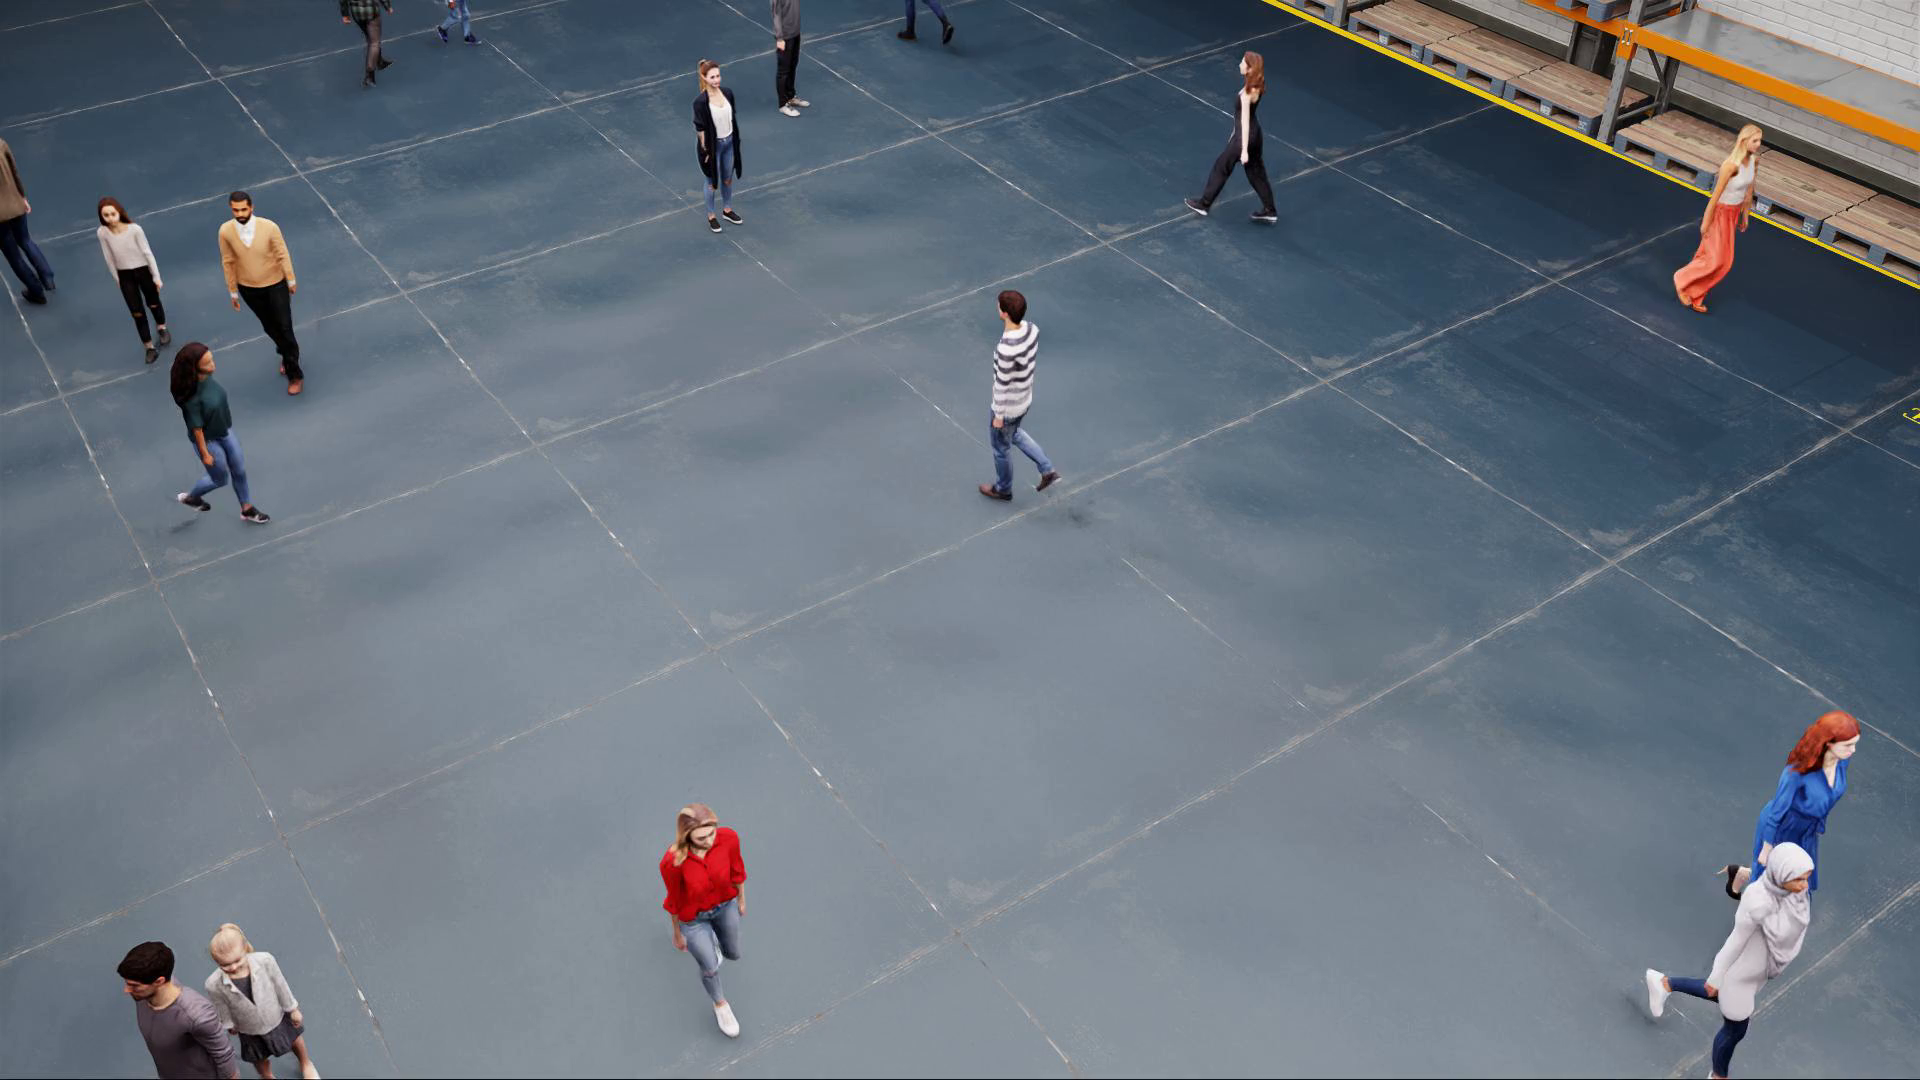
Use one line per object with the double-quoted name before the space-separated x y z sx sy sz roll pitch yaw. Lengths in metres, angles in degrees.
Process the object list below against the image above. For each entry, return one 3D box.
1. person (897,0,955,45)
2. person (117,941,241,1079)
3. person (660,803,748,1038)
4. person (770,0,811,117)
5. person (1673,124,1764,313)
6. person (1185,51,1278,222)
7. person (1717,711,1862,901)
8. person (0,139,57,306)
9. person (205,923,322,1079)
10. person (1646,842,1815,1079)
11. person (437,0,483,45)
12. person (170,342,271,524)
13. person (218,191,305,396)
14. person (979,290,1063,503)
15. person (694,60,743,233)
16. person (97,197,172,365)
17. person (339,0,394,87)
"person" -0.412 -6.647 19.537 1.120 1.727 0.819 25 45 28
"person" -3.623 2.539 7.933 0.646 1.853 0.806 20 43 23
"person" -1.378 1.929 8.828 0.633 1.689 0.819 -22 43 -25
"person" -1.892 -5.540 18.124 0.717 1.761 0.702 15 41 17
"person" 6.689 -2.879 14.766 0.617 1.792 0.704 -24 44 -27
"person" 2.850 -3.829 16.035 1.218 1.692 1.036 13 40 16
"person" 4.518 1.588 9.151 0.746 1.819 0.882 -14 41 -16
"person" -8.451 -2.904 14.732 0.746 1.873 0.744 22 44 25
"person" -3.604 2.419 8.548 0.530 1.274 0.520 -21 43 -24
"person" 3.958 2.136 8.516 0.702 1.755 1.076 -19 42 -22
"person" -6.050 -6.491 19.723 0.799 1.250 0.716 9 40 11
"person" -5.577 -0.751 12.262 0.949 1.591 0.901 1 39 2
"person" -5.807 -2.150 13.907 0.962 1.724 1.127 -3 39 -3
"person" 0.469 -1.003 12.383 1.000 1.835 0.871 19 42 22
"person" -2.335 -3.807 16.016 0.650 1.683 0.585 -29 47 -31
"person" -7.081 -2.311 14.323 0.717 1.457 0.918 -12 40 -15
"person" -6.785 -5.988 18.853 1.103 1.698 1.109 8 39 10
